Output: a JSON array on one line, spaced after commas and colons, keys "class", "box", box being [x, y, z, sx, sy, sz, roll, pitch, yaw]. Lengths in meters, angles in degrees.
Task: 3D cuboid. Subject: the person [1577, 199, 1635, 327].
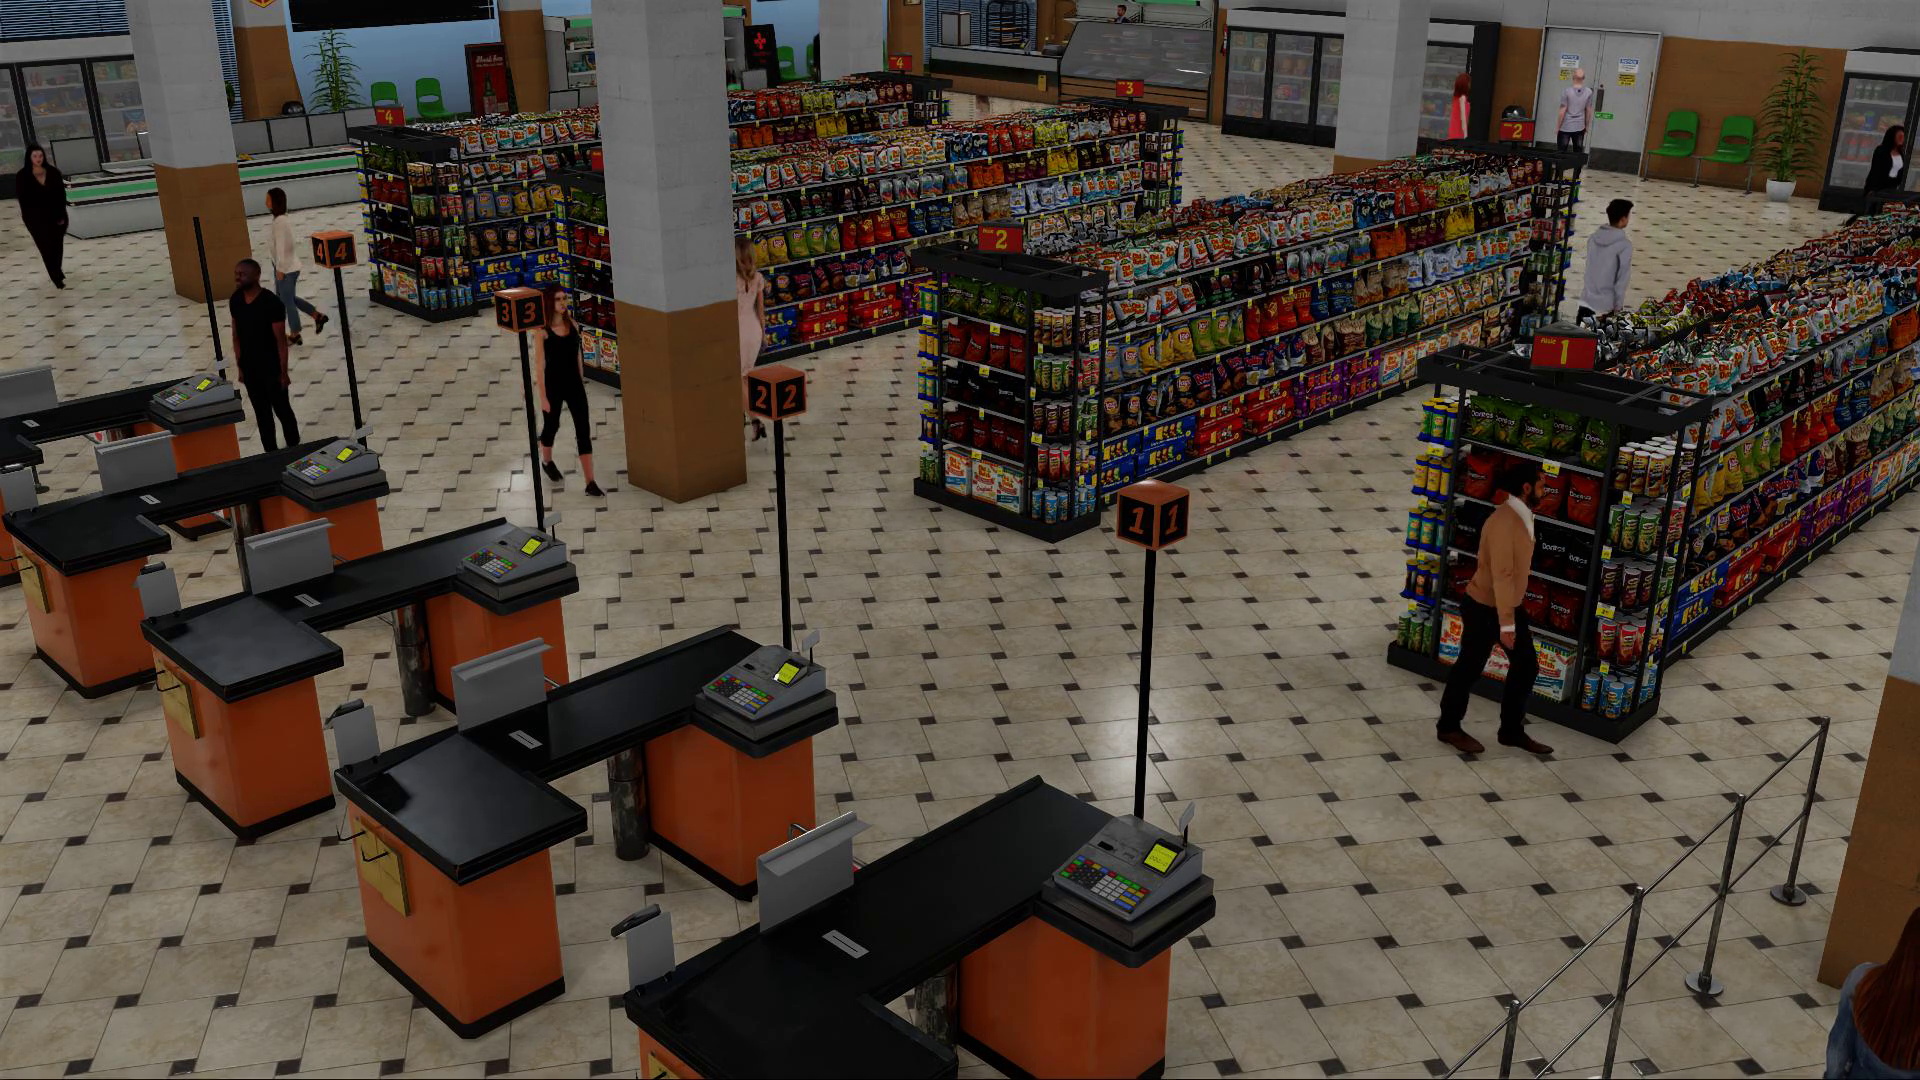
[{"class": "person", "box": [5.932, -2.219, 15.572, 1.222, 1.892, 0.793, -15, 26, -33]}]

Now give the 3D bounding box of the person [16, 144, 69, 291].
[{"class": "person", "box": [-10.935, -3.831, 19.860, 1.056, 1.686, 0.729, -17, 28, -37]}]

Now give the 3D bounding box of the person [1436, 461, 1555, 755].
[{"class": "person", "box": [2.920, 0.377, 9.333, 0.798, 1.725, 0.812, 19, 28, 38]}]

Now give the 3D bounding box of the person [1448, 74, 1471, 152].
[{"class": "person", "box": [7.614, -6.275, 25.794, 1.105, 1.796, 1.123, 2, 22, 6]}]

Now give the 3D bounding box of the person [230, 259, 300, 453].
[{"class": "person", "box": [-5.709, -1.417, 13.676, 0.744, 1.818, 0.719, 8, 23, 18]}]

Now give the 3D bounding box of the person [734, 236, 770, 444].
[{"class": "person", "box": [-1.850, -1.697, 14.395, 0.981, 1.802, 0.770, -15, 26, -32]}]

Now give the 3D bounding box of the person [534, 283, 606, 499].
[{"class": "person", "box": [-3.222, -1.196, 13.306, 1.129, 1.682, 0.750, -16, 27, -35]}]

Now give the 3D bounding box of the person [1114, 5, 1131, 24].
[{"class": "person", "box": [3.719, -11.423, 38.510, 0.566, 1.868, 0.612, -20, 30, -41]}]

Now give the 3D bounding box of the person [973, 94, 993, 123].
[{"class": "person", "box": [0.415, -5.701, 24.548, 0.908, 1.660, 0.979, 7, 23, 18]}]

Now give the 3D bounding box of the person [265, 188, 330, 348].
[{"class": "person", "box": [-6.984, -2.853, 17.449, 0.877, 1.668, 0.790, -7, 23, -17]}]

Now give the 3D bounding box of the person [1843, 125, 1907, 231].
[{"class": "person", "box": [12.184, -4.699, 22.135, 0.927, 1.601, 0.882, -10, 24, -24]}]

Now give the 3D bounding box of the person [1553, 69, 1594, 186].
[{"class": "person", "box": [9.723, -6.546, 26.412, 0.750, 1.838, 0.808, 0, 22, 0]}]
